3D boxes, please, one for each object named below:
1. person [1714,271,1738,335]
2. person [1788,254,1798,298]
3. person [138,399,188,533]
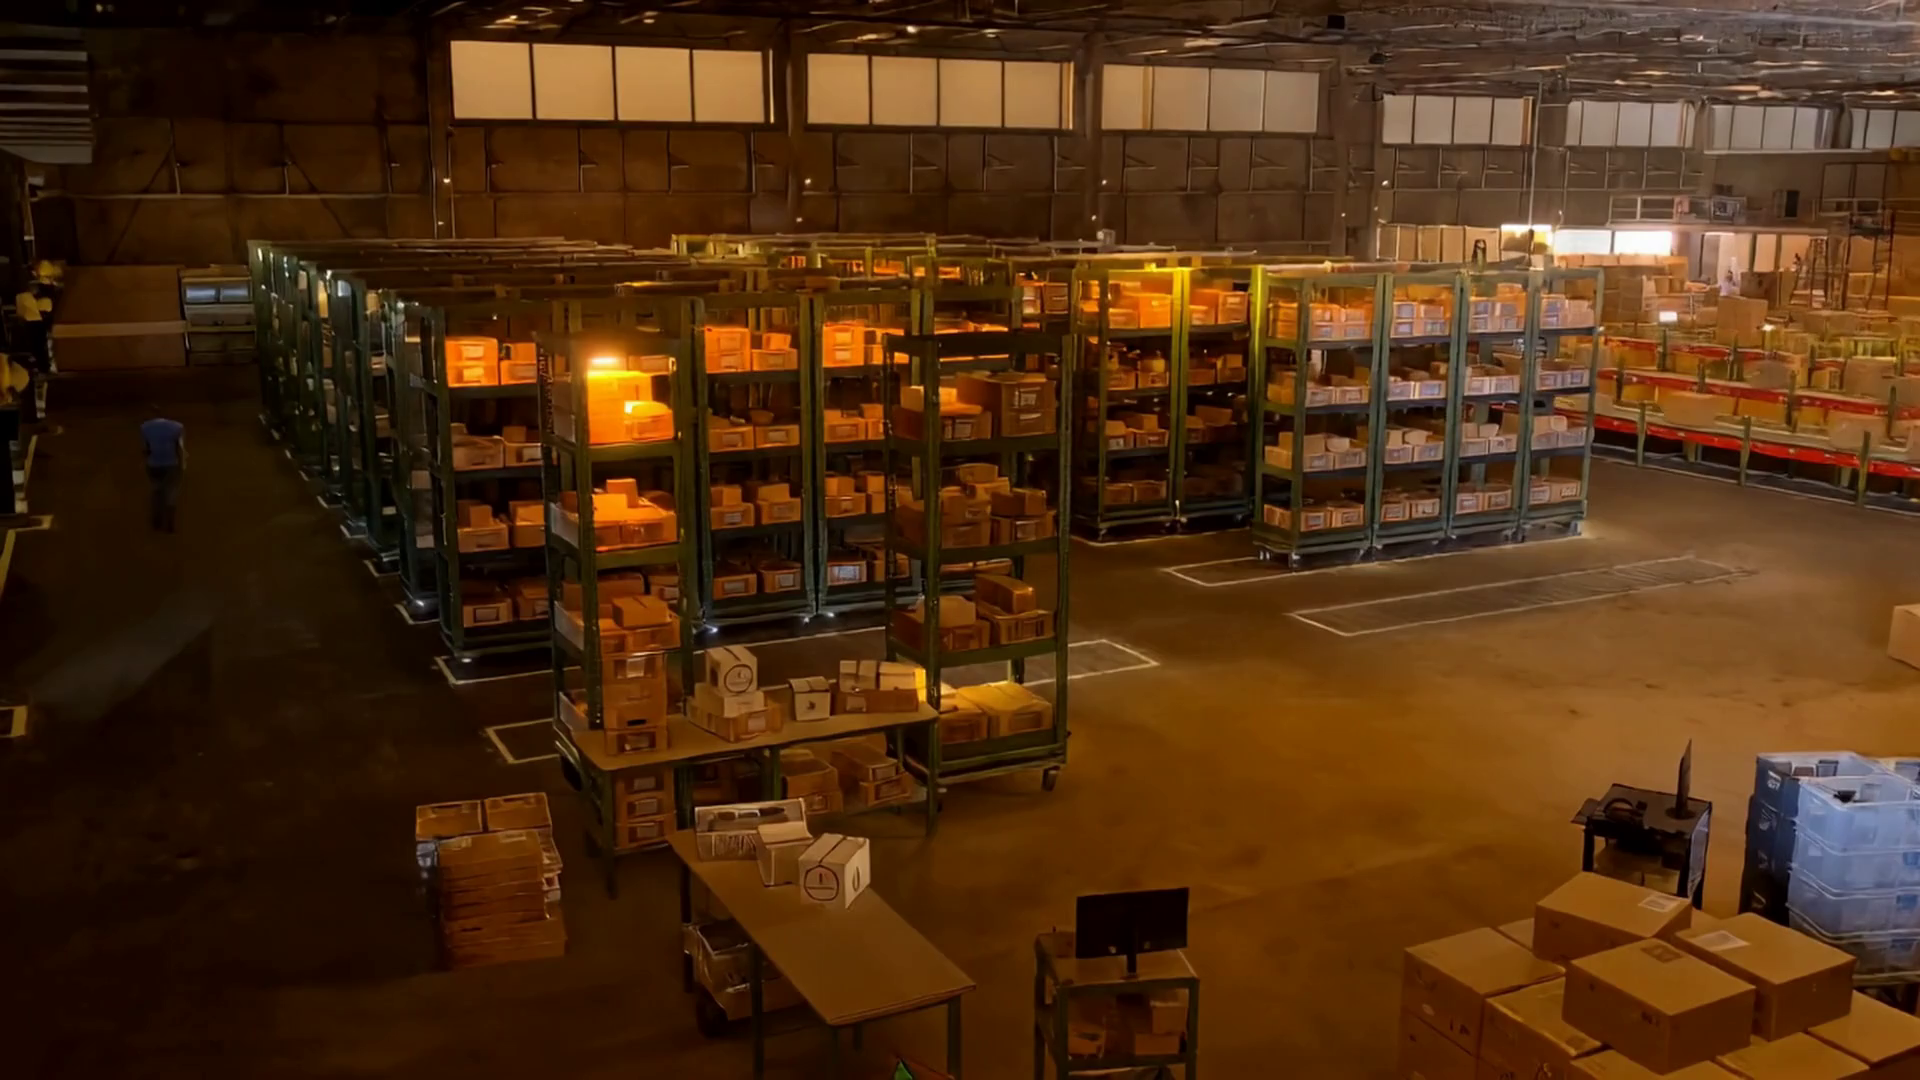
[{"bbox_3d":[24.071,-7.441,52.284,0.389,2.041,0.614,-7,14,-29],"label":"person"},{"bbox_3d":[34.451,-10.897,68.856,0.350,1.879,0.577,10,15,38],"label":"person"},{"bbox_3d":[-10.911,-1.024,22.785,0.610,1.817,0.753,-7,14,-31],"label":"person"}]
